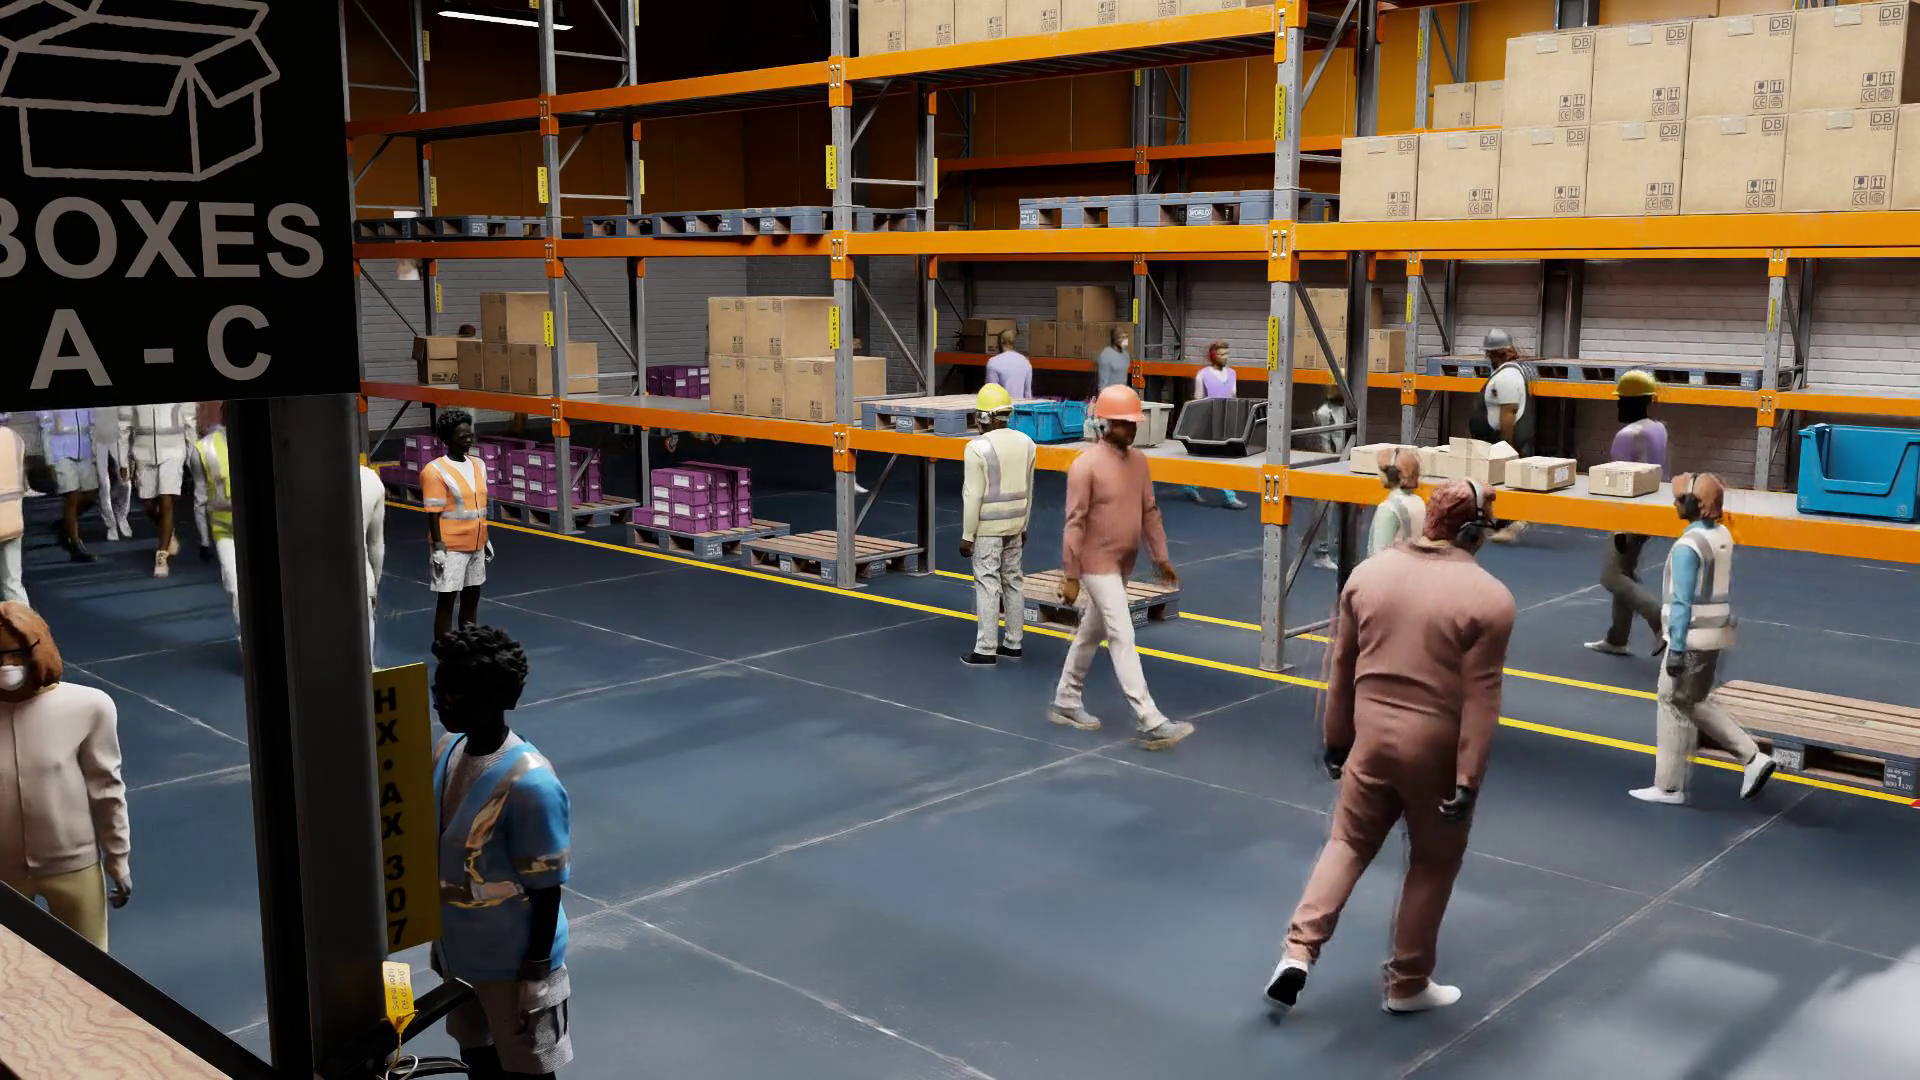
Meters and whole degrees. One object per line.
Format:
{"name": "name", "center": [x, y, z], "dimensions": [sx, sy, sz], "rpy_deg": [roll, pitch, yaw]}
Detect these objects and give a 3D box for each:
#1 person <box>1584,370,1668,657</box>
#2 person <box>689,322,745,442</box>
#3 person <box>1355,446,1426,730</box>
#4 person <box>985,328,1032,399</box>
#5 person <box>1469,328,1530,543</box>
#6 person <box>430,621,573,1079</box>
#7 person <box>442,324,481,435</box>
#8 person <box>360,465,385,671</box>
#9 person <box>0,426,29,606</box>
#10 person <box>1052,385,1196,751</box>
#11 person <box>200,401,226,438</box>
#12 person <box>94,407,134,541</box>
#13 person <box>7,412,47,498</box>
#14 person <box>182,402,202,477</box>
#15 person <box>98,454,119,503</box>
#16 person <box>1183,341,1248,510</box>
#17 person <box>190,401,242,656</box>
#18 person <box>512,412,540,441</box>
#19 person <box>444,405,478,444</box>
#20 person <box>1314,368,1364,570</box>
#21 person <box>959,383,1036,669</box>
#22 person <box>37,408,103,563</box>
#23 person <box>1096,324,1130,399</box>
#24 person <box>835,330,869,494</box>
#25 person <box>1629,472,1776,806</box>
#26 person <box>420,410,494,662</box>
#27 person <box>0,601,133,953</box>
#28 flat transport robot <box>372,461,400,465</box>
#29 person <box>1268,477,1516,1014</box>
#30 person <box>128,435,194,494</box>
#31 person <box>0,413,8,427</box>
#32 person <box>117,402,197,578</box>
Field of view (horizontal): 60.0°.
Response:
{"name": "person", "center": [4.436, -0.152, 10.849], "dimensions": [0.592, 1.910, 0.611], "rpy_deg": [-8, 12, -41]}
{"name": "person", "center": [-3.592, -2.344, 24.610], "dimensions": [0.920, 1.792, 0.693], "rpy_deg": [5, 11, 28]}
{"name": "person", "center": [2.359, 0.312, 8.865], "dimensions": [0.462, 1.622, 0.528], "rpy_deg": [6, 11, 34]}
{"name": "person", "center": [0.526, -1.414, 18.619], "dimensions": [0.646, 1.931, 0.692], "rpy_deg": [-9, 13, -44]}
{"name": "person", "center": [5.008, -0.970, 15.462], "dimensions": [0.543, 2.000, 0.703], "rpy_deg": [4, 10, 25]}
{"name": "person", "center": [-1.172, 1.040, 4.188], "dimensions": [0.535, 1.697, 0.318], "rpy_deg": [8, 13, 42]}
{"name": "person", "center": [-6.454, -1.870, 21.553], "dimensions": [0.594, 1.860, 0.545], "rpy_deg": [-8, 12, -41]}
{"name": "person", "center": [-3.115, 0.298, 8.108], "dimensions": [0.649, 1.905, 0.900], "rpy_deg": [-8, 12, -41]}
{"name": "person", "center": [-6.035, -0.059, 10.299], "dimensions": [0.530, 1.908, 0.603], "rpy_deg": [3, 10, 20]}
{"name": "person", "center": [0.875, 0.135, 8.973], "dimensions": [1.017, 1.938, 0.627], "rpy_deg": [7, 12, 37]}
{"name": "person", "center": [-7.900, -1.199, 17.818], "dimensions": [0.419, 1.733, 0.639], "rpy_deg": [2, 10, 13]}
{"name": "person", "center": [-8.008, -0.902, 15.608], "dimensions": [0.530, 1.850, 0.431], "rpy_deg": [-6, 11, -32]}
{"name": "person", "center": [-10.721, -1.340, 18.399], "dimensions": [0.543, 1.838, 0.874], "rpy_deg": [8, 12, 41]}
{"name": "person", "center": [-9.193, -1.488, 19.879], "dimensions": [0.589, 1.621, 0.412], "rpy_deg": [2, 9, 11]}
{"name": "person", "center": [-9.327, -1.361, 18.059], "dimensions": [0.454, 1.982, 0.619], "rpy_deg": [2, 9, 12]}
{"name": "person", "center": [2.749, -1.245, 17.919], "dimensions": [0.572, 1.798, 0.985], "rpy_deg": [-9, 13, -44]}
{"name": "person", "center": [-4.519, -0.057, 10.570], "dimensions": [0.632, 1.812, 0.861], "rpy_deg": [-5, 11, -30]}
{"name": "person", "center": [-6.347, -2.360, 24.370], "dimensions": [0.565, 1.909, 0.728], "rpy_deg": [8, 12, 40]}
{"name": "person", "center": [-6.199, -1.561, 20.462], "dimensions": [0.831, 1.591, 0.514], "rpy_deg": [-4, 10, -22]}
{"name": "person", "center": [3.209, -0.591, 14.116], "dimensions": [0.484, 1.728, 0.461], "rpy_deg": [-6, 11, -32]}
{"name": "person", "center": [0.219, -0.090, 10.701], "dimensions": [0.404, 1.832, 0.592], "rpy_deg": [9, 13, 44]}
{"name": "person", "center": [-7.810, -0.750, 14.541], "dimensions": [0.559, 1.907, 0.549], "rpy_deg": [5, 10, 27]}
{"name": "person", "center": [1.772, -1.679, 20.253], "dimensions": [0.931, 1.906, 0.644], "rpy_deg": [8, 12, 40]}
{"name": "person", "center": [-1.243, -1.445, 18.899], "dimensions": [0.310, 1.868, 0.532], "rpy_deg": [6, 11, 33]}
{"name": "person", "center": [3.513, 0.488, 7.819], "dimensions": [0.534, 1.622, 0.519], "rpy_deg": [9, 13, 44]}
{"name": "person", "center": [-3.104, 0.038, 10.333], "dimensions": [0.318, 1.697, 0.535], "rpy_deg": [4, 10, 22]}
{"name": "person", "center": [-2.678, 0.972, 4.820], "dimensions": [0.503, 1.627, 0.270], "rpy_deg": [-4, 10, -24]}
{"name": "flat transport robot", "center": [-6.735, -0.821, 19.954], "dimensions": [1.431, 0.197, 0.652], "rpy_deg": [-5, 11, -29]}
{"name": "person", "center": [1.464, 0.728, 5.588], "dimensions": [0.711, 1.877, 0.676], "rpy_deg": [-8, 12, -41]}
{"name": "person", "center": [-9.242, -1.485, 19.074], "dimensions": [0.564, 1.887, 0.947], "rpy_deg": [7, 12, 39]}
{"name": "person", "center": [-8.397, -0.749, 14.097], "dimensions": [0.604, 2.044, 0.375], "rpy_deg": [-1, 9, -8]}
{"name": "person", "center": [-6.780, -0.726, 14.109], "dimensions": [0.628, 2.005, 0.891], "rpy_deg": [-2, 10, -14]}
